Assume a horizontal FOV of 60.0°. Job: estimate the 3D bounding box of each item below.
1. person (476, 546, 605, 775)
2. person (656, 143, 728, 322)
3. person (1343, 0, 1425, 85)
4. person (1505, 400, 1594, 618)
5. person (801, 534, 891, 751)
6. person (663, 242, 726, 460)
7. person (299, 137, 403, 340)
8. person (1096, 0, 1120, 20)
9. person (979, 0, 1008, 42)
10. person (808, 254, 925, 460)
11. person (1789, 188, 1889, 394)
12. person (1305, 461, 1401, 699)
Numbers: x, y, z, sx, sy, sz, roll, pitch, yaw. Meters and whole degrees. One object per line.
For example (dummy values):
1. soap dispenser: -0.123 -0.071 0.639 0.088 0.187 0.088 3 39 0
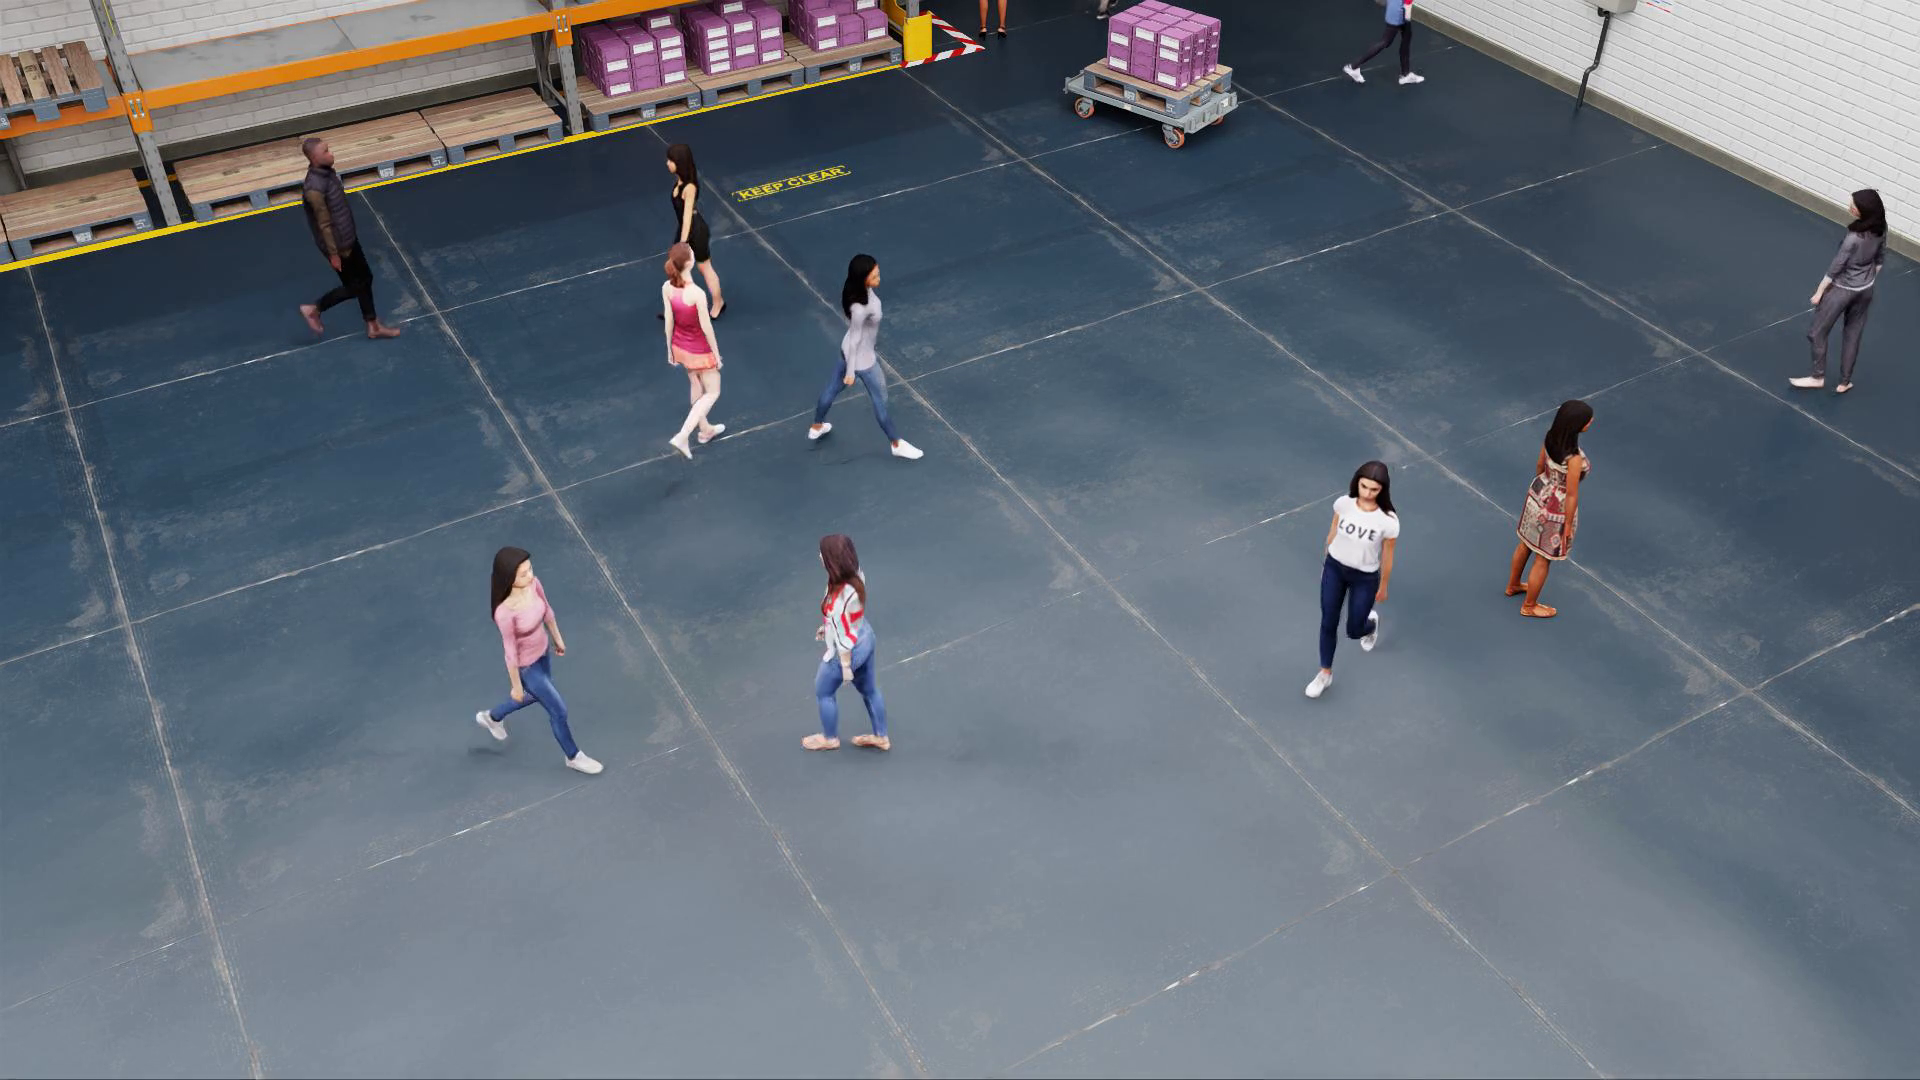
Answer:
1. person: -2.581 0.692 9.766 1.101 1.717 1.053 7 39 9
2. person: -2.142 -2.545 13.888 0.835 1.631 0.605 -16 41 -19
3. person: 4.585 -5.695 17.713 1.225 1.779 1.083 4 39 5
4. person: 3.892 -0.222 10.968 0.646 1.645 0.710 -7 39 -9
5. person: -0.568 0.652 9.919 0.892 1.589 0.830 7 39 9
6. person: -2.016 -1.363 12.323 0.825 1.738 1.004 20 43 23
7. person: -5.138 -2.414 13.574 1.137 1.818 0.985 -2 39 -3
8. person: 1.744 -6.774 19.365 0.852 1.403 1.039 19 42 22
9. person: 0.366 -6.537 18.767 0.630 1.781 0.730 2 39 2
10. person: -0.844 -1.353 12.348 1.228 1.691 1.008 -6 39 -8
11. person: 6.994 -1.932 13.043 0.597 1.728 0.792 -5 39 -7
12. person: 2.480 0.200 10.346 0.791 1.762 1.006 28 46 30
